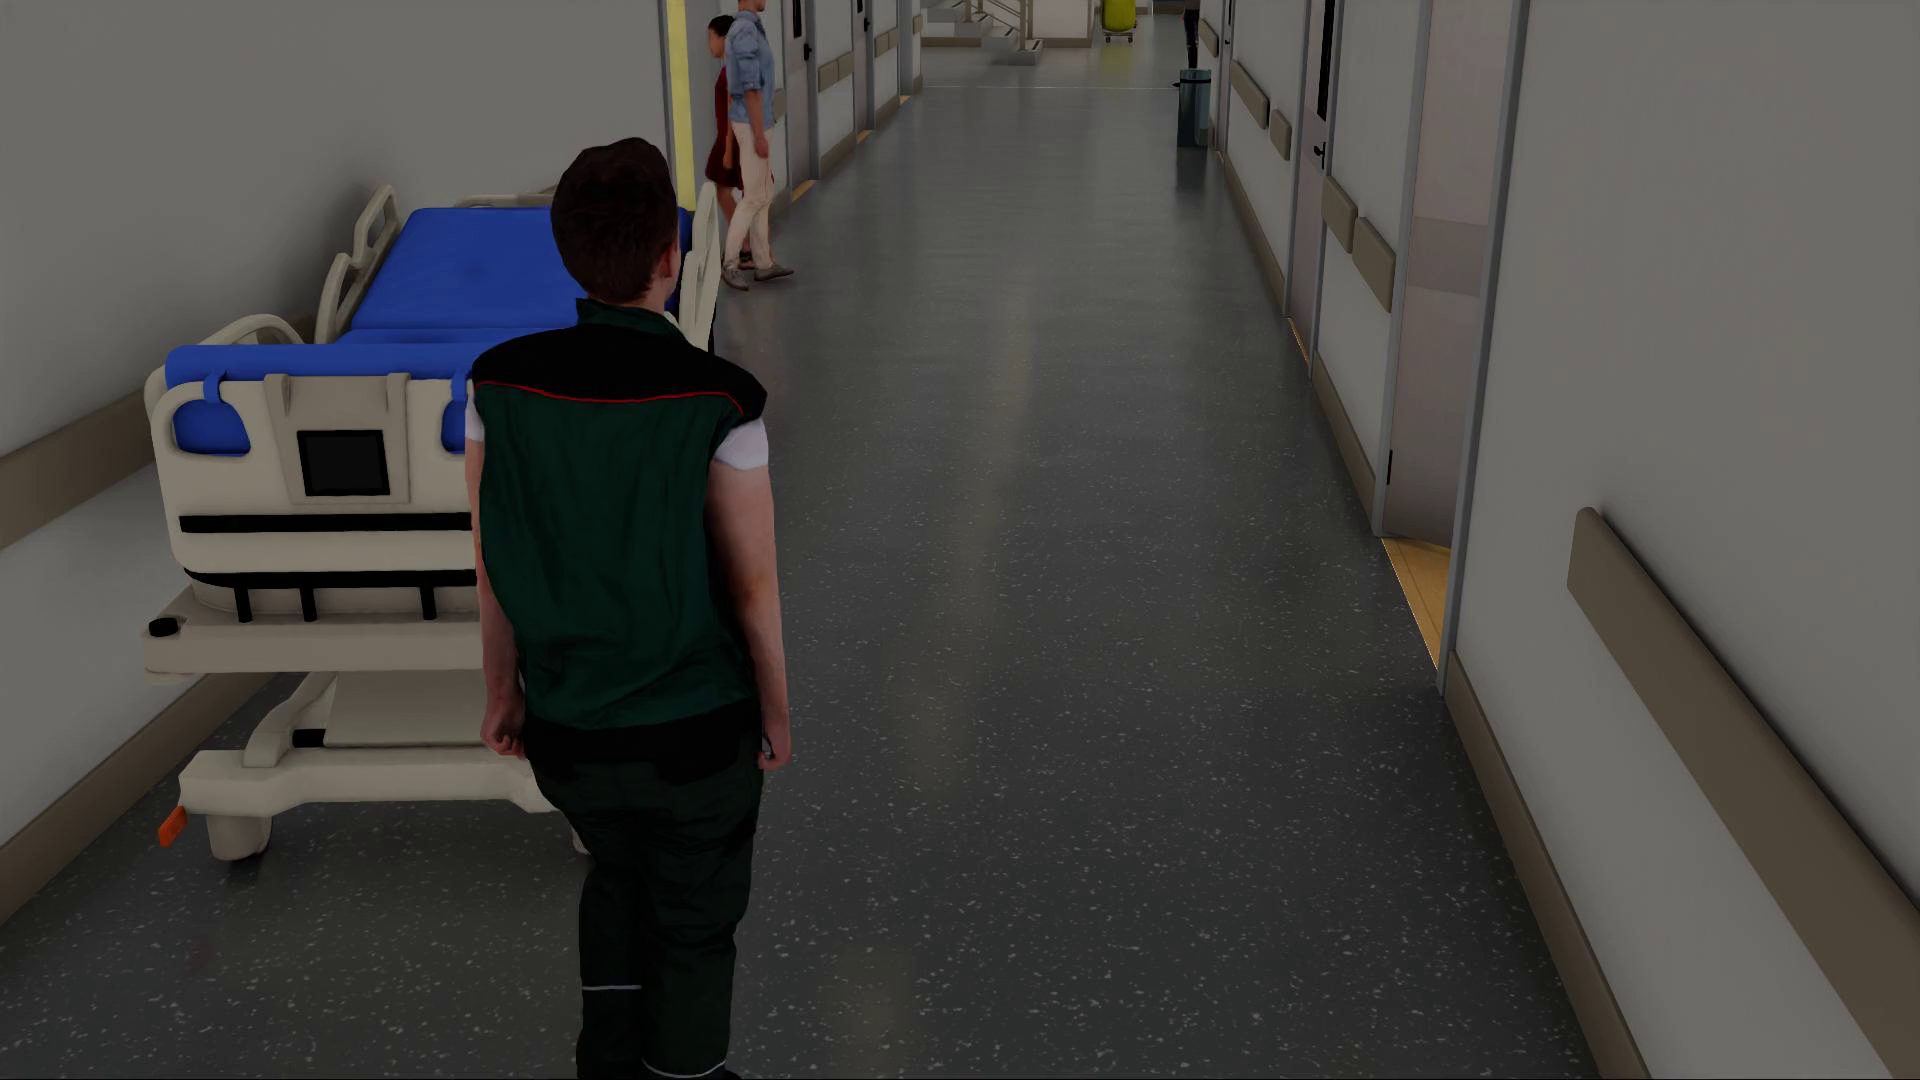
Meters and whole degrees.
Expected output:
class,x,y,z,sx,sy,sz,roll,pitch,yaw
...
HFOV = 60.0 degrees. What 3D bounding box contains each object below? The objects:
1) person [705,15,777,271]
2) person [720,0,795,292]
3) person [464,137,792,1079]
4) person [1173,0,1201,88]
class,x,y,z,sx,sy,sz,roll,pitch,yaw
person,-1.306,-2.478,10.423,0.730,1.535,0.724,-4,21,-11
person,-1.279,-2.454,9.950,0.765,1.834,0.813,1,21,2
person,-0.541,0.302,2.669,0.623,1.832,0.748,4,21,11
person,3.009,-6.699,21.057,0.755,1.904,0.769,-8,22,-20
